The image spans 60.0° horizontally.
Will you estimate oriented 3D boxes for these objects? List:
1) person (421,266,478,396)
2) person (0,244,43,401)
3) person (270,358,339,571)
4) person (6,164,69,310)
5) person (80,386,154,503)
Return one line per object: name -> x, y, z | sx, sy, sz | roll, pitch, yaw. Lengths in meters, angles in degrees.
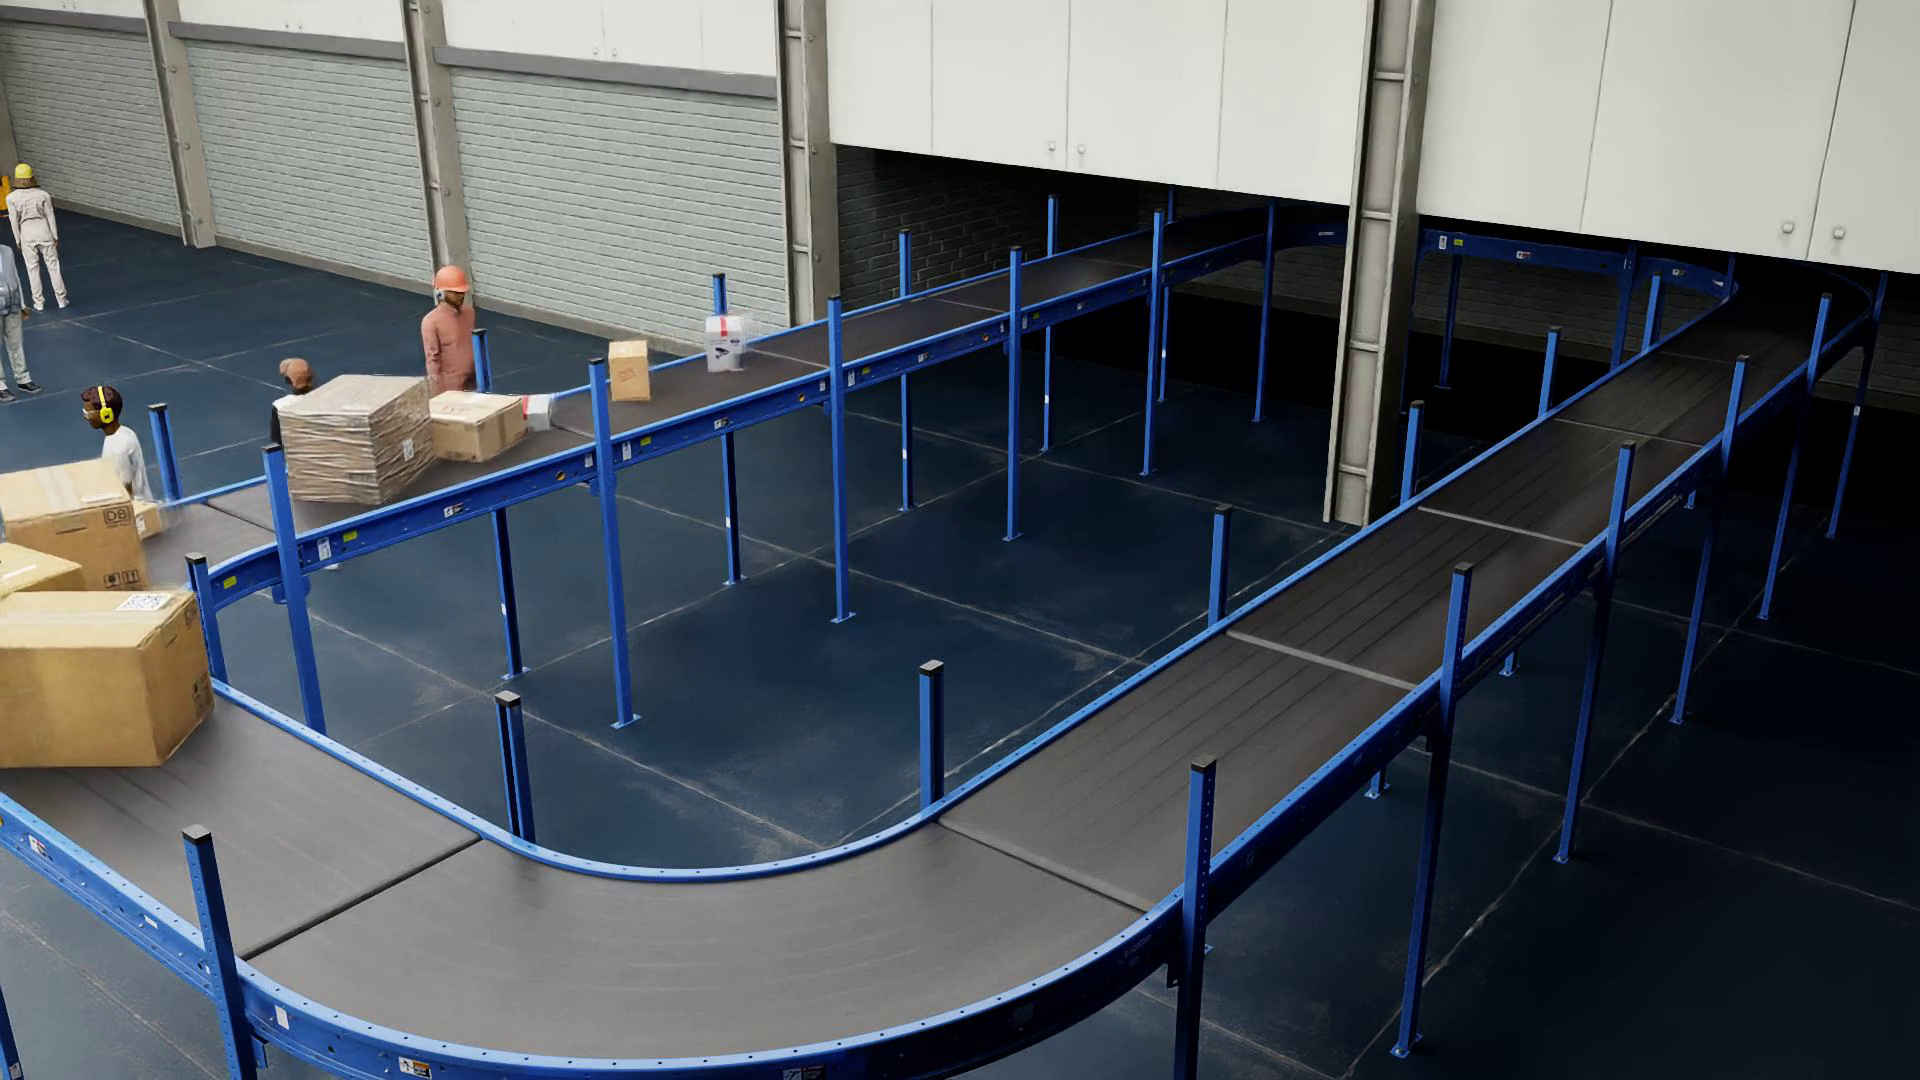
person -> -4.126, -1.280, 13.725 | 0.400, 1.989, 0.623 | 9, 23, 21
person -> -9.575, -2.318, 16.578 | 0.404, 1.829, 0.600 | 9, 23, 22
person -> -4.907, -0.573, 12.443 | 0.619, 1.618, 0.518 | 14, 25, 31
person -> -11.178, -3.667, 20.126 | 0.487, 1.744, 0.297 | -11, 24, -26
person -> -5.466, -0.117, 10.959 | 0.329, 1.861, 0.504 | -11, 24, -26
